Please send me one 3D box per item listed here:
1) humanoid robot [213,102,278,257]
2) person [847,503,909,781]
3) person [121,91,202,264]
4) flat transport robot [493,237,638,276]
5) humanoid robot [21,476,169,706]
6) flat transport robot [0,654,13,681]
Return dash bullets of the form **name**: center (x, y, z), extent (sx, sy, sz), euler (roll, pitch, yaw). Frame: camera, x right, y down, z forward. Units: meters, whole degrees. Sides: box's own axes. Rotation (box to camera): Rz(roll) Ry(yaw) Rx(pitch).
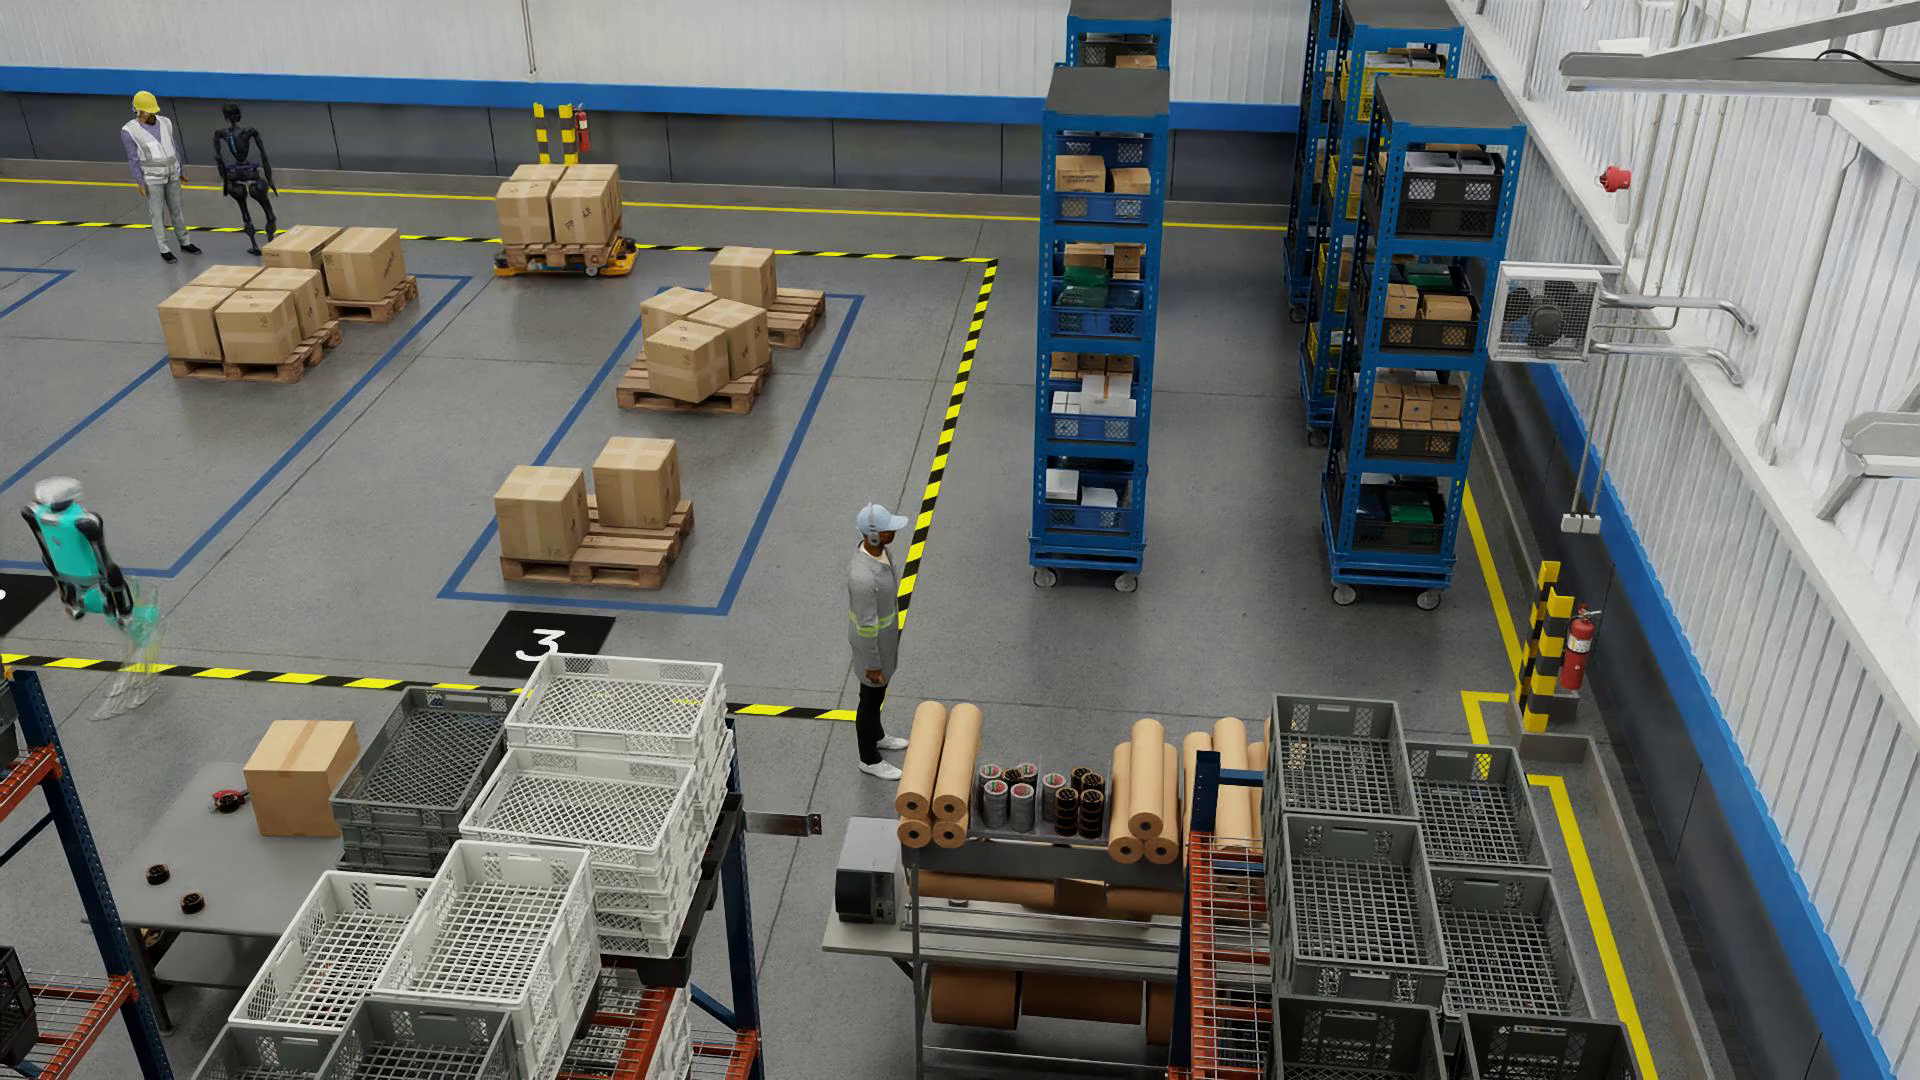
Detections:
- **humanoid robot**: center (-7.688, -3.851, 17.893), extent (0.617, 1.647, 0.455), euler (0, 30, 0)
- **person**: center (-0.489, 0.600, 10.069), extent (0.368, 1.852, 0.592), euler (3, 30, 4)
- **person**: center (-8.563, -3.899, 17.823), extent (0.404, 1.826, 0.585), euler (17, 34, 27)
- **flat transport robot**: center (-4.238, -3.060, 17.902), extent (1.431, 0.197, 0.652), euler (-1, 30, -1)
- **humanoid robot**: center (-5.413, 0.251, 10.648), extent (0.533, 1.677, 0.735), euler (9, 31, 15)
- **flat transport robot**: center (-7.142, 0.969, 11.010), extent (1.431, 0.231, 0.659), euler (3, 30, 6)
